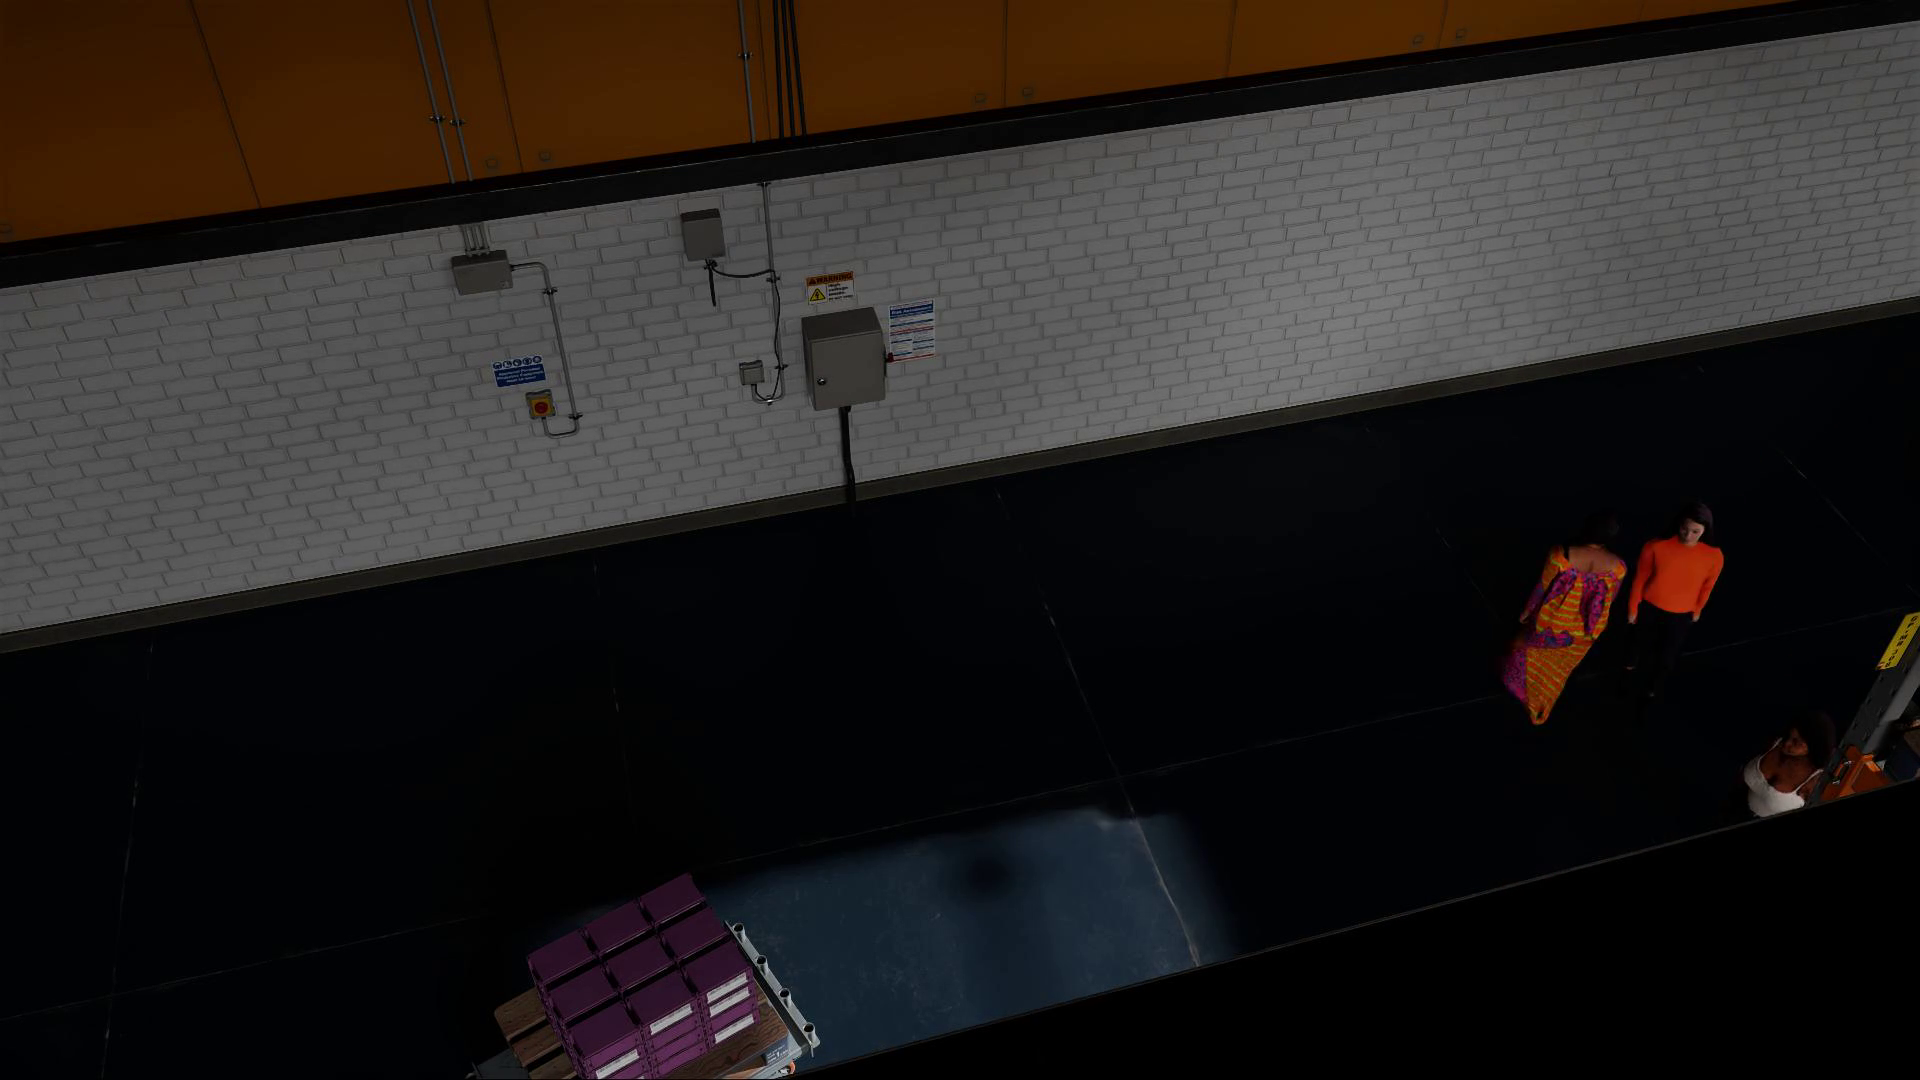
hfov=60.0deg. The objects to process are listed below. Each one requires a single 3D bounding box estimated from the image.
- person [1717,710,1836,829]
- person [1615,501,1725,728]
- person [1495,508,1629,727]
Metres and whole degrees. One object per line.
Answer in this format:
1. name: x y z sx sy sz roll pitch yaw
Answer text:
1. person: 4.520 1.543 9.164 0.714 1.798 0.586 -8 44 -8
2. person: 4.428 0.355 10.457 0.788 1.734 0.846 16 46 16
3. person: 3.774 0.491 10.377 0.878 1.648 0.943 7 44 8
